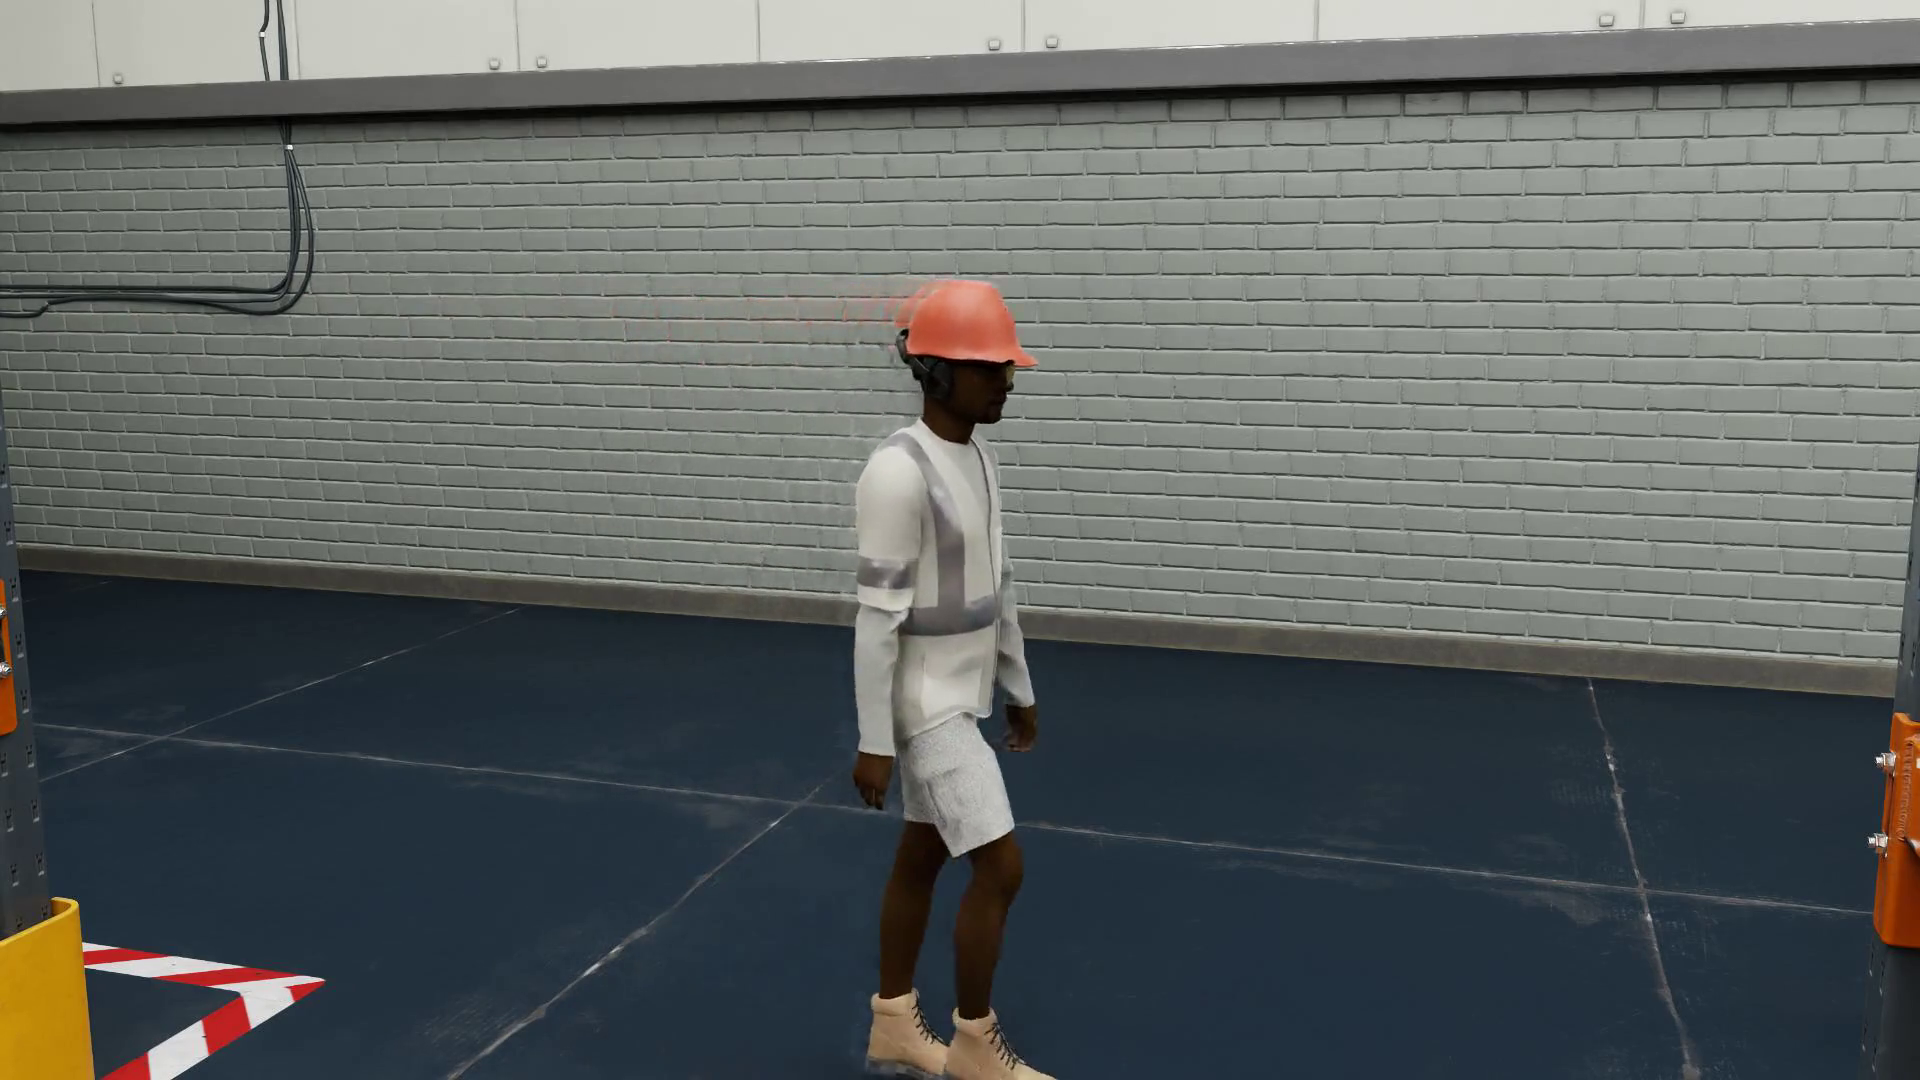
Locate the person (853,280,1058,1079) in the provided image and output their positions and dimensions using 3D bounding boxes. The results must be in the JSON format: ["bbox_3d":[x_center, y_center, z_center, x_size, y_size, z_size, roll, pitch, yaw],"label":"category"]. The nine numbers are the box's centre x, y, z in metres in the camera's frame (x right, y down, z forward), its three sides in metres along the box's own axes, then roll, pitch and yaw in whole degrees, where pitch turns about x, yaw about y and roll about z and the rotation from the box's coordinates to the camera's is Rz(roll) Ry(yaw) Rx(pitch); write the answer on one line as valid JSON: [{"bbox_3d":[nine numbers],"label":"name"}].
[{"bbox_3d":[0.060,0.395,4.035,0.720,2.020,0.644,3,10,18],"label":"person"}]
